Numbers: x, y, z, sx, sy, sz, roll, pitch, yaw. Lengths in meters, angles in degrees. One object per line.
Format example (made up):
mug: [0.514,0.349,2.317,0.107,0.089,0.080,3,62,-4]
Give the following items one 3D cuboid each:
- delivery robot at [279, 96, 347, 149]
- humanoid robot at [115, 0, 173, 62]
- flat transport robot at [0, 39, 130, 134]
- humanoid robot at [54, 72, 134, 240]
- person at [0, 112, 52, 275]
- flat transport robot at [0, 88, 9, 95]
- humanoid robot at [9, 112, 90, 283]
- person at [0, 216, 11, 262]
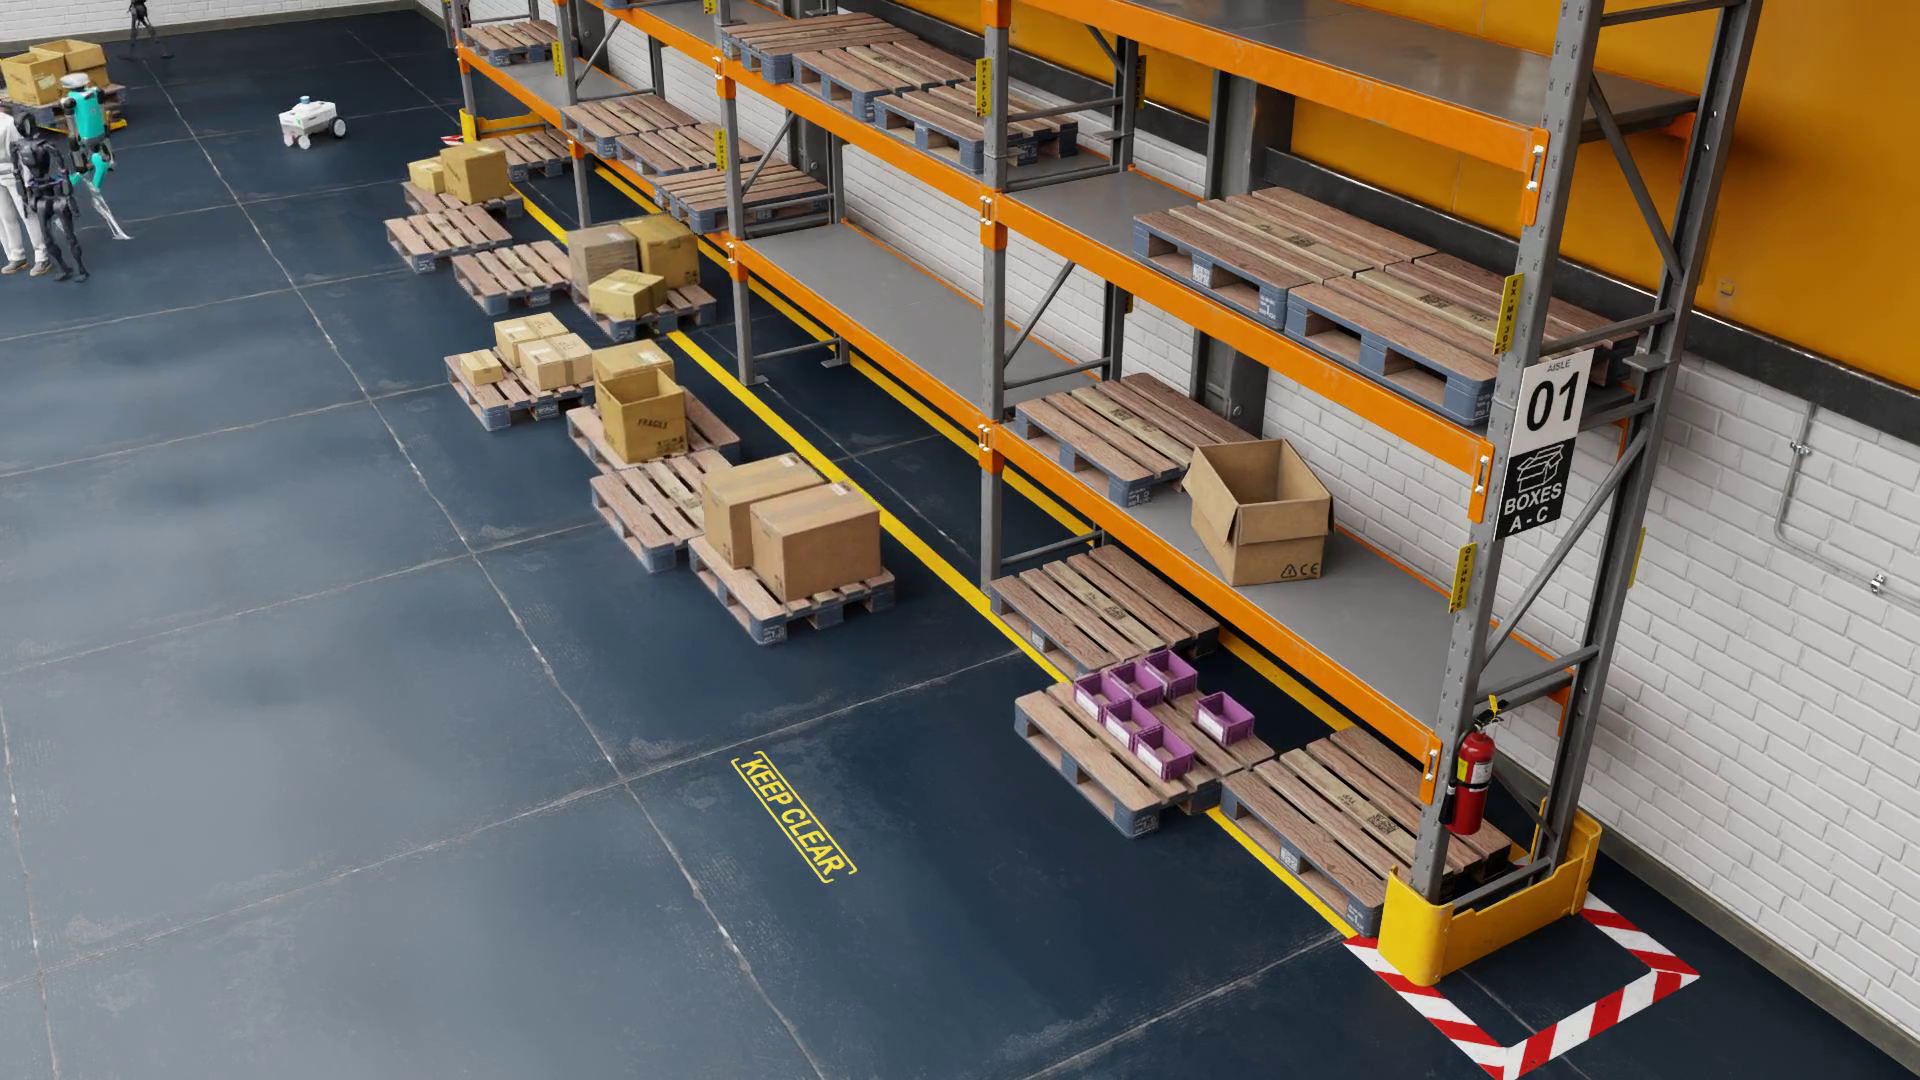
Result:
delivery robot: [-7.973,-5.144,20.442,0.507,0.613,0.785,11,31,19]
humanoid robot: [-11.870,-7.704,23.833,0.755,1.626,0.608,-13,32,-22]
flat transport robot: [-11.317,-5.356,21.087,1.431,0.231,0.659,16,33,26]
humanoid robot: [-9.146,-3.929,17.104,0.953,1.771,0.537,8,30,14]
person: [-9.280,-3.504,16.178,0.574,1.886,0.362,6,30,10]
flat transport robot: [-12.494,-5.649,21.605,0.659,0.231,1.431,20,35,32]
humanoid robot: [-8.784,-3.304,16.034,0.589,1.649,0.323,2,30,4]
person: [-9.752,-3.580,16.493,0.468,1.707,0.370,-3,30,-6]
